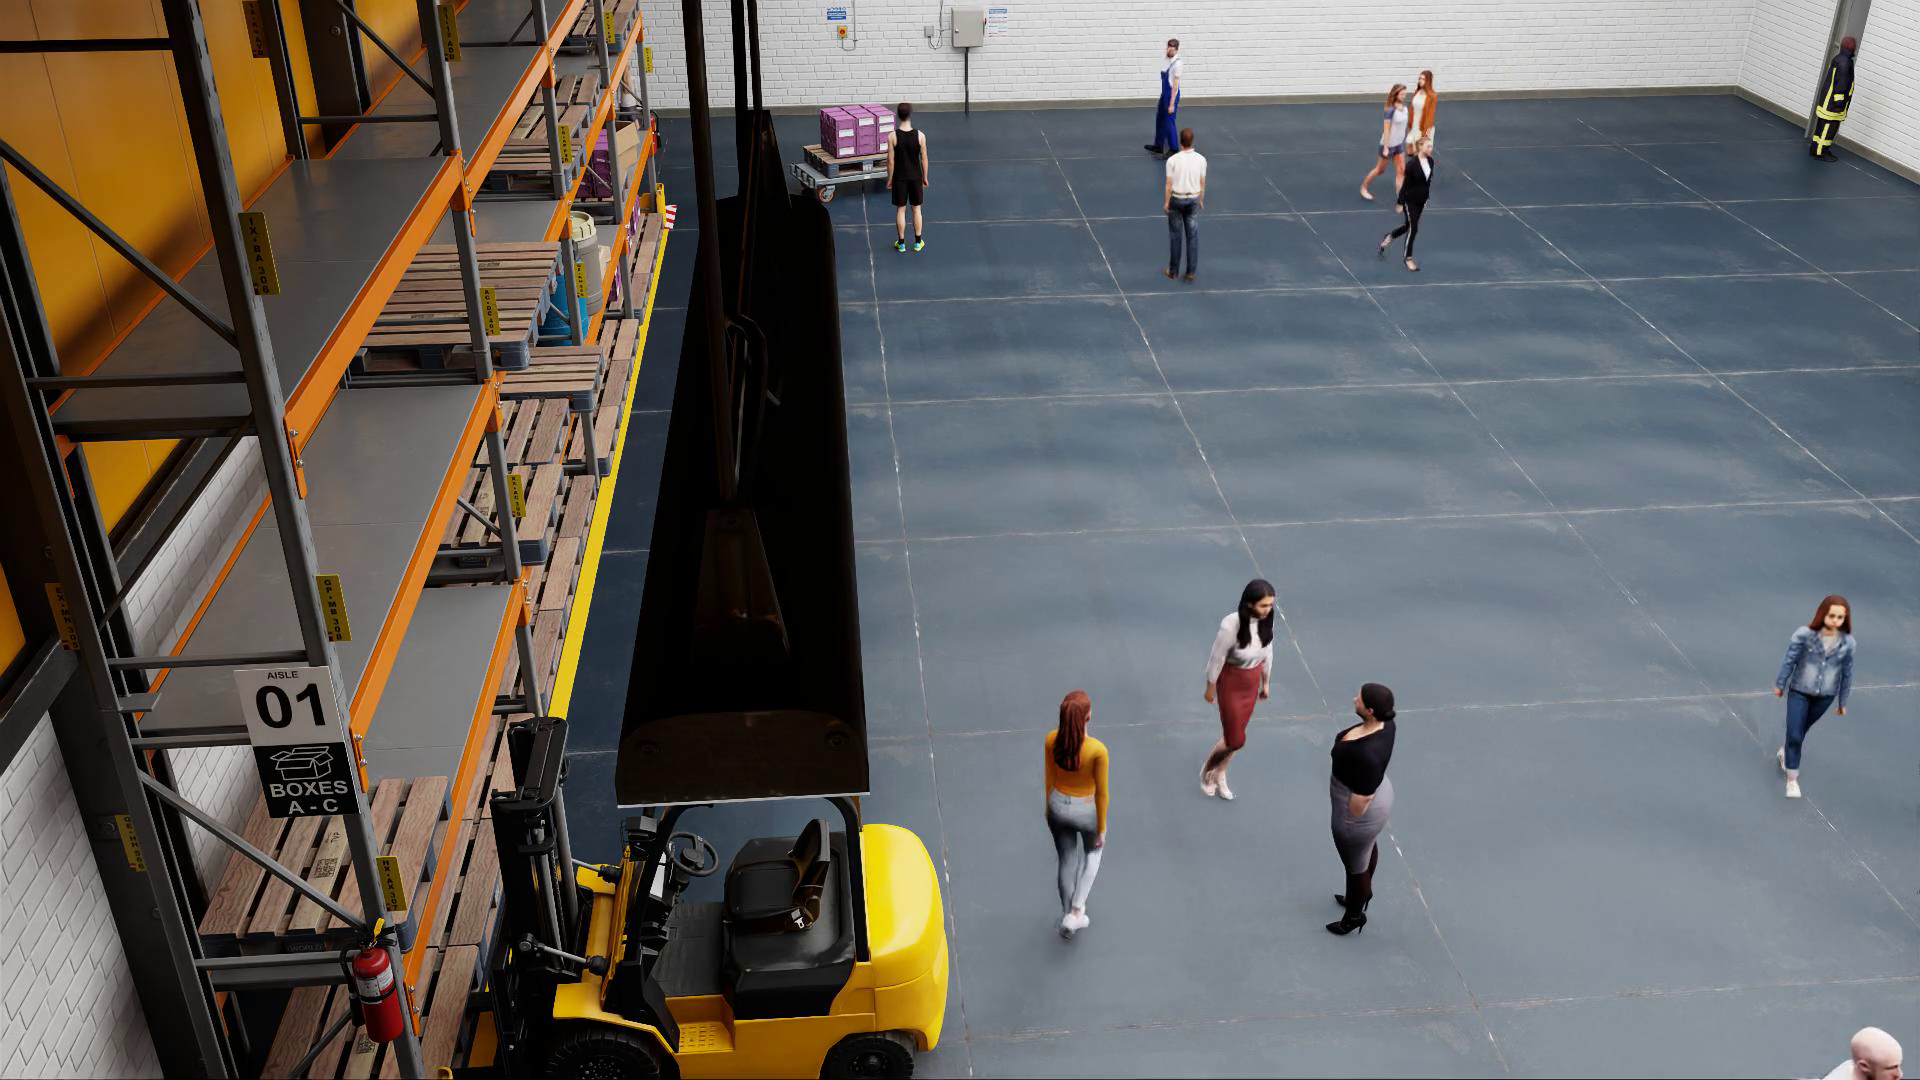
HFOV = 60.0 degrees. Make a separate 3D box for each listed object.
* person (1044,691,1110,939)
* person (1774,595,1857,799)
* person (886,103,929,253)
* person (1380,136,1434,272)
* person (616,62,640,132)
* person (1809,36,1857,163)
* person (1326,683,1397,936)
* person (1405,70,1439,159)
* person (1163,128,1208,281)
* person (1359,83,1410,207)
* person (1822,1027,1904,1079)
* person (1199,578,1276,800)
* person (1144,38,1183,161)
[{"bbox_3d":[0.652,1.685,9.868,0.710,1.737,0.759,11,30,19],"label":"person"},{"bbox_3d":[5.832,1.007,11.413,0.771,1.449,1.011,6,29,11],"label":"person"},{"bbox_3d":[-0.679,-4.643,21.308,0.689,1.891,0.553,-3,29,-6],"label":"person"},{"bbox_3d":[5.589,-4.213,20.743,0.922,1.678,1.063,-18,33,-29],"label":"person"},{"bbox_3d":[-5.187,-6.835,25.972,0.578,1.274,0.612,-14,32,-24],"label":"person"},{"bbox_3d":[13.214,-6.682,25.117,0.890,1.823,0.733,7,29,12],"label":"person"},{"bbox_3d":[2.427,1.606,9.989,0.829,1.759,0.724,12,31,21],"label":"person"},{"bbox_3d":[6.651,-5.866,23.746,0.849,1.704,0.834,-16,32,-26],"label":"person"},{"bbox_3d":[2.753,-4.124,20.394,0.663,1.856,0.566,-4,29,-7],"label":"person"},{"bbox_3d":[5.900,-5.472,23.041,0.990,1.687,1.178,-21,35,-33],"label":"person"},{"bbox_3d":[3.882,2.864,7.626,0.879,1.814,0.969,-16,32,-26],"label":"person"},{"bbox_3d":[1.817,0.981,11.162,0.703,1.734,0.724,-13,31,-22],"label":"person"},{"bbox_3d":[3.151,-6.651,25.065,0.994,1.819,0.635,-1,29,-1],"label":"person"}]
